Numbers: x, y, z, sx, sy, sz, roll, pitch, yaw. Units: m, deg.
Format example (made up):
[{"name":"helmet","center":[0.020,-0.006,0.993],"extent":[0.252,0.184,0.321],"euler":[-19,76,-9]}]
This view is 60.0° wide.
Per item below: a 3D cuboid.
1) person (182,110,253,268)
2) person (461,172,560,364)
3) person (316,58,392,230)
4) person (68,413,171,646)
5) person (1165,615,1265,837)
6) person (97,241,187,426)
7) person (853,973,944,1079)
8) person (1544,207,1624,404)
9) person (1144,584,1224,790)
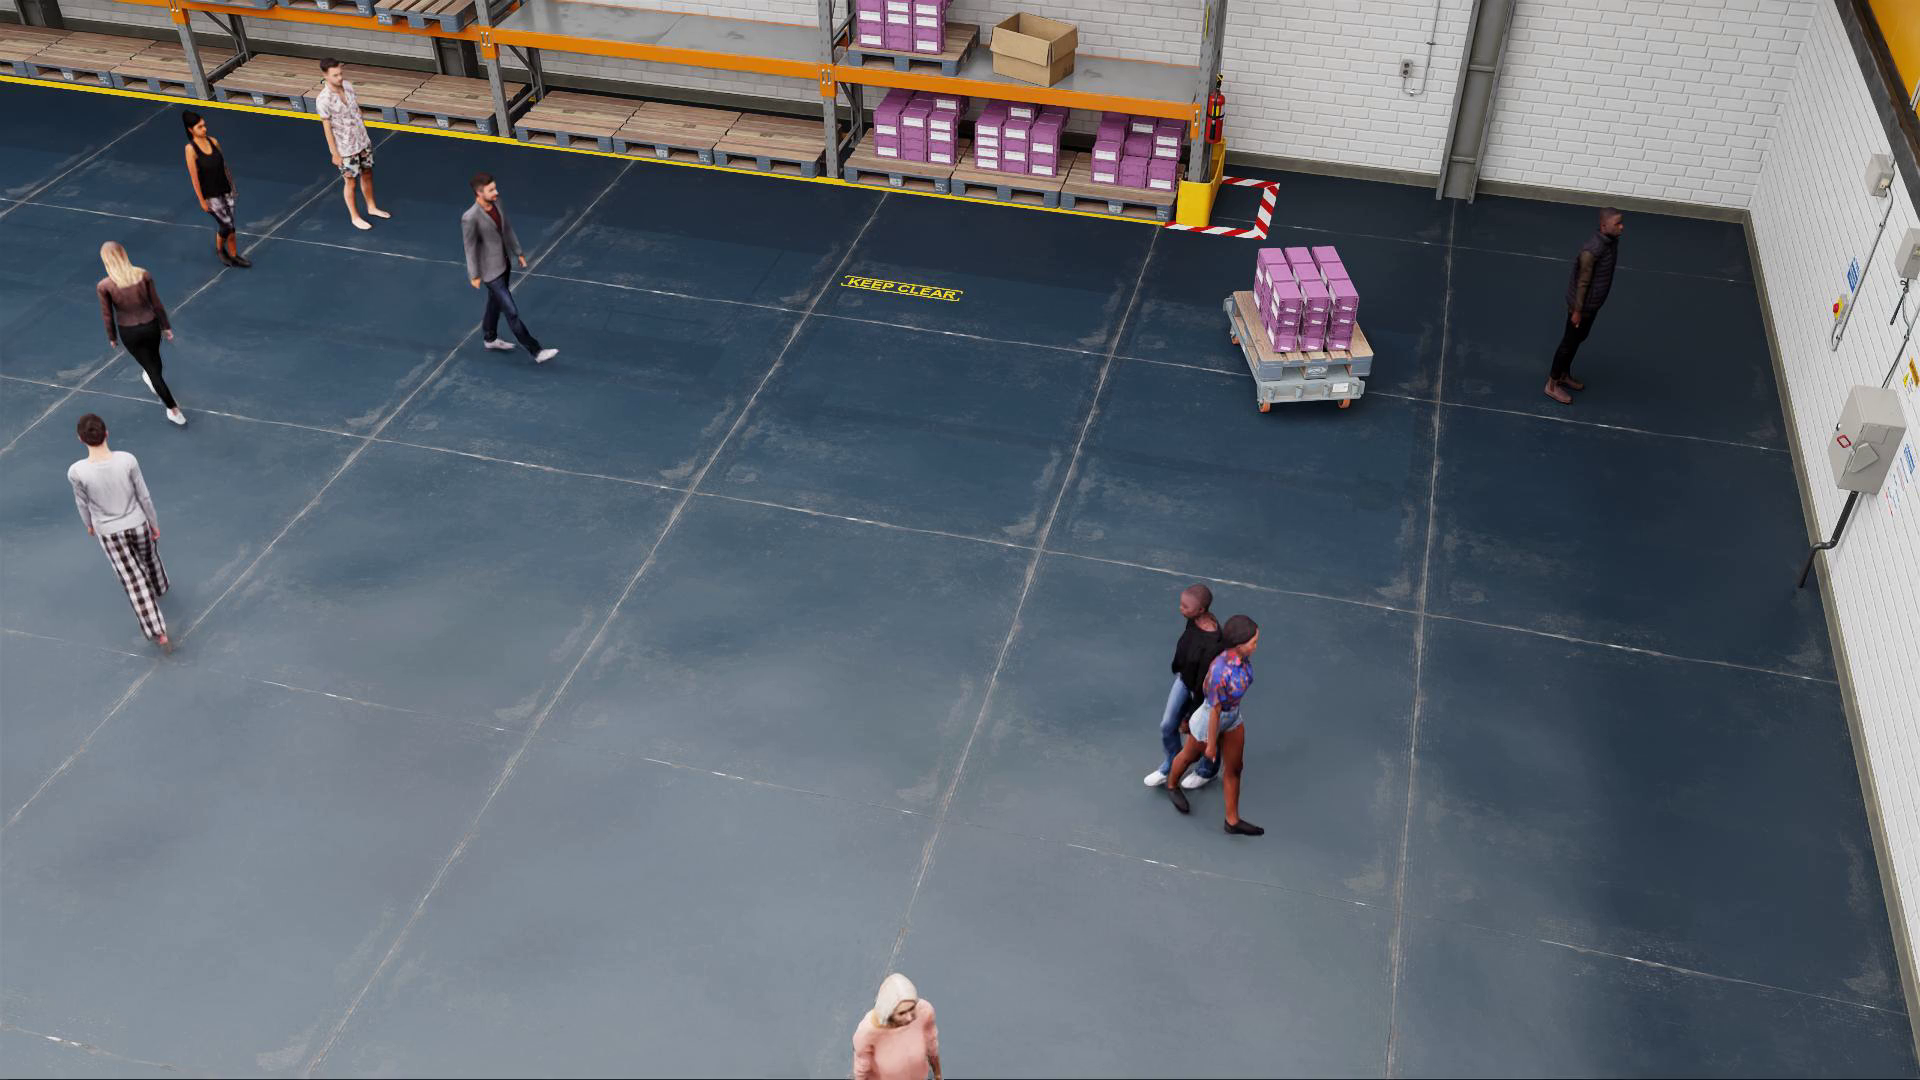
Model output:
[{"name":"person","center":[-7.422,-3.450,16.424],"extent":[0.593,1.655,0.606],"euler":[12,40,15]},{"name":"person","center":[-4.283,-2.468,15.053],"extent":[1.099,1.833,0.731],"euler":[11,40,14]},{"name":"person","center":[-6.307,-4.106,17.122],"extent":[0.636,1.811,0.712],"euler":[17,42,20]},{"name":"person","center":[-6.042,-0.038,12.033],"extent":[1.088,1.804,1.208],"euler":[-23,44,-26]},{"name":"person","center":[1.583,1.124,10.660],"extent":[1.110,1.702,0.928],"euler":[30,47,32]},{"name":"person","center":[-6.997,-1.732,14.274],"extent":[0.986,1.653,1.174],"euler":[-32,48,-34]},{"name":"person","center":[-0.372,2.746,8.621],"extent":[0.800,1.712,0.863],"euler":[-23,44,-26]},{"name":"person","center":[5.487,-2.084,14.569],"extent":[0.736,1.835,0.773],"euler":[28,46,30]},{"name":"person","center":[1.640,0.957,10.850],"extent":[0.908,1.725,0.841],"euler":[-17,42,-20]}]
